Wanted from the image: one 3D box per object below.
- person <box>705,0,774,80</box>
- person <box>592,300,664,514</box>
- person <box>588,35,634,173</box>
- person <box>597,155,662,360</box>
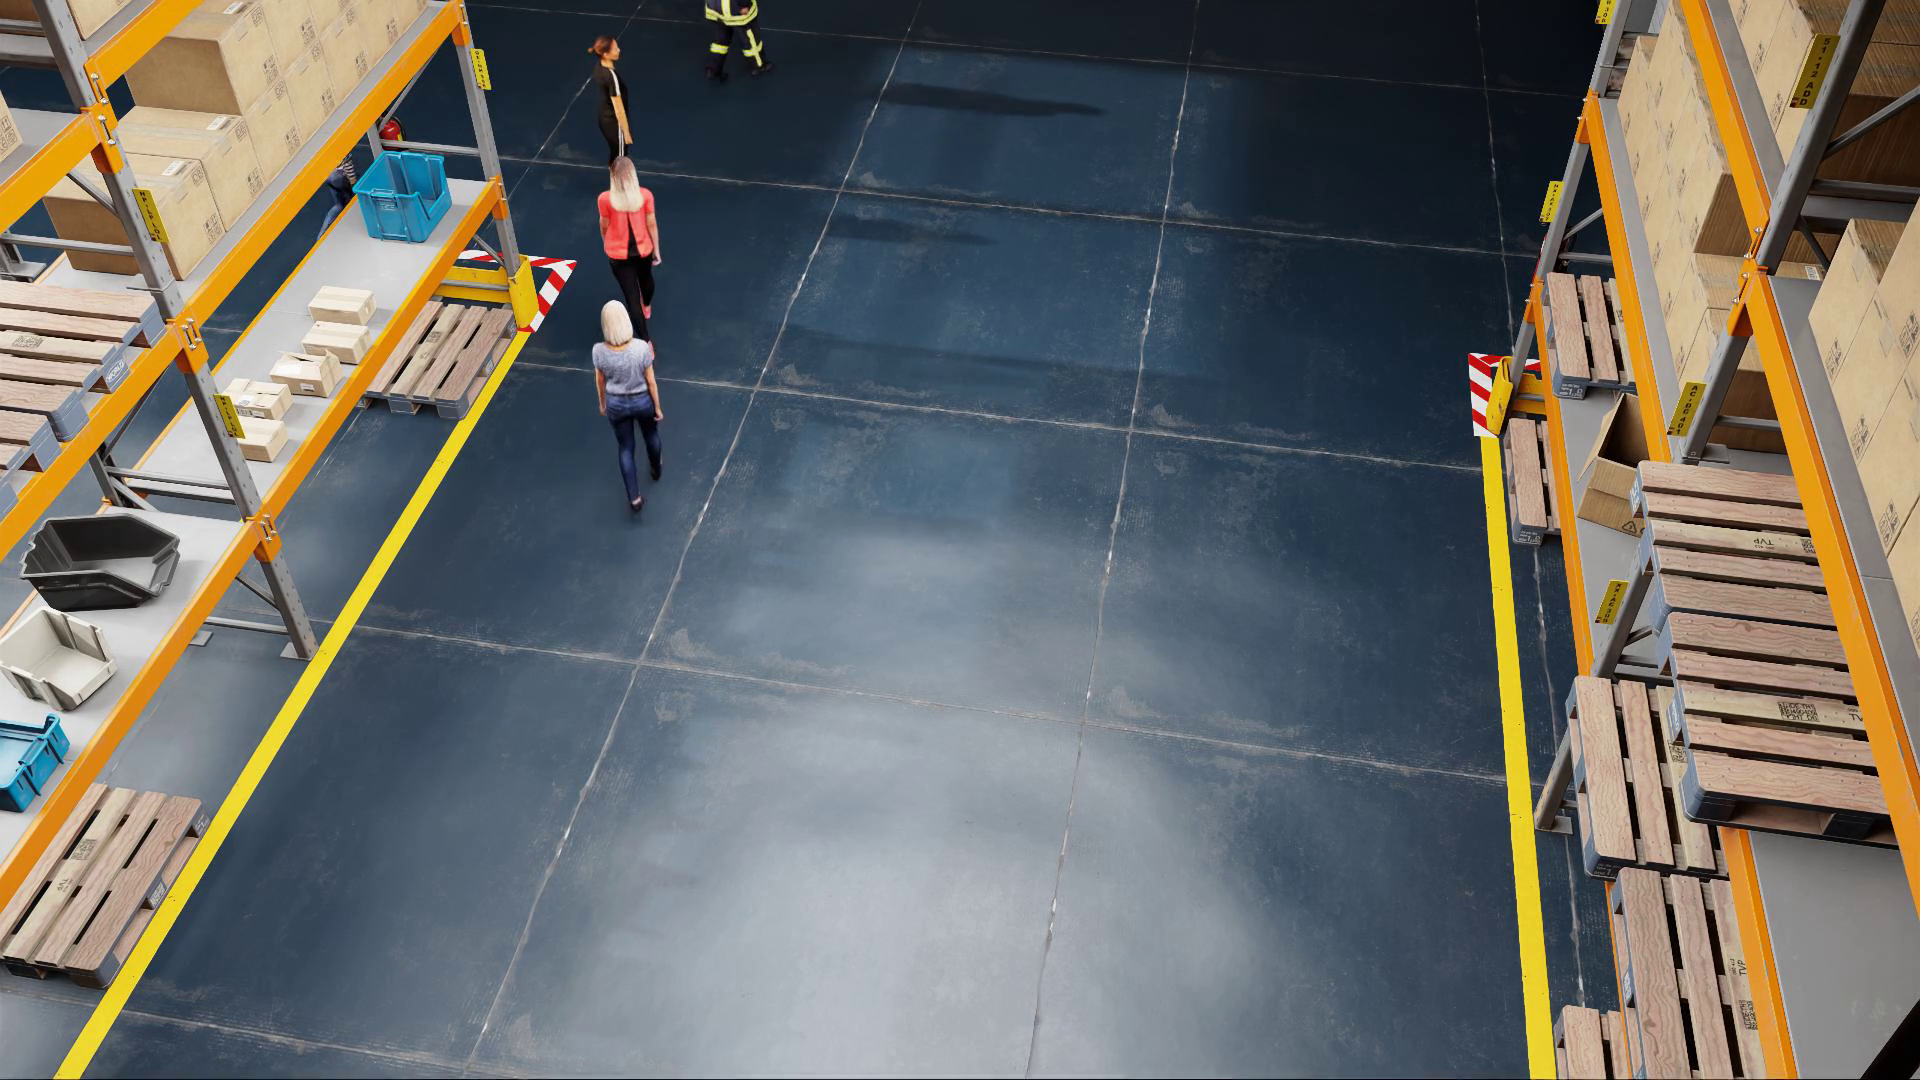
[{"bbox_3d":[-2.321,-5.351,16.307,1.046,1.846,1.149,31,52,28],"label":"person"},{"bbox_3d":[-2.340,-0.920,11.759,0.743,1.703,1.003,-4,44,-4],"label":"person"},{"bbox_3d":[-3.061,-3.676,14.677,0.729,1.669,0.637,-18,47,-18],"label":"person"},{"bbox_3d":[-2.583,-2.203,13.143,0.985,1.651,1.196,-15,46,-16],"label":"person"}]
